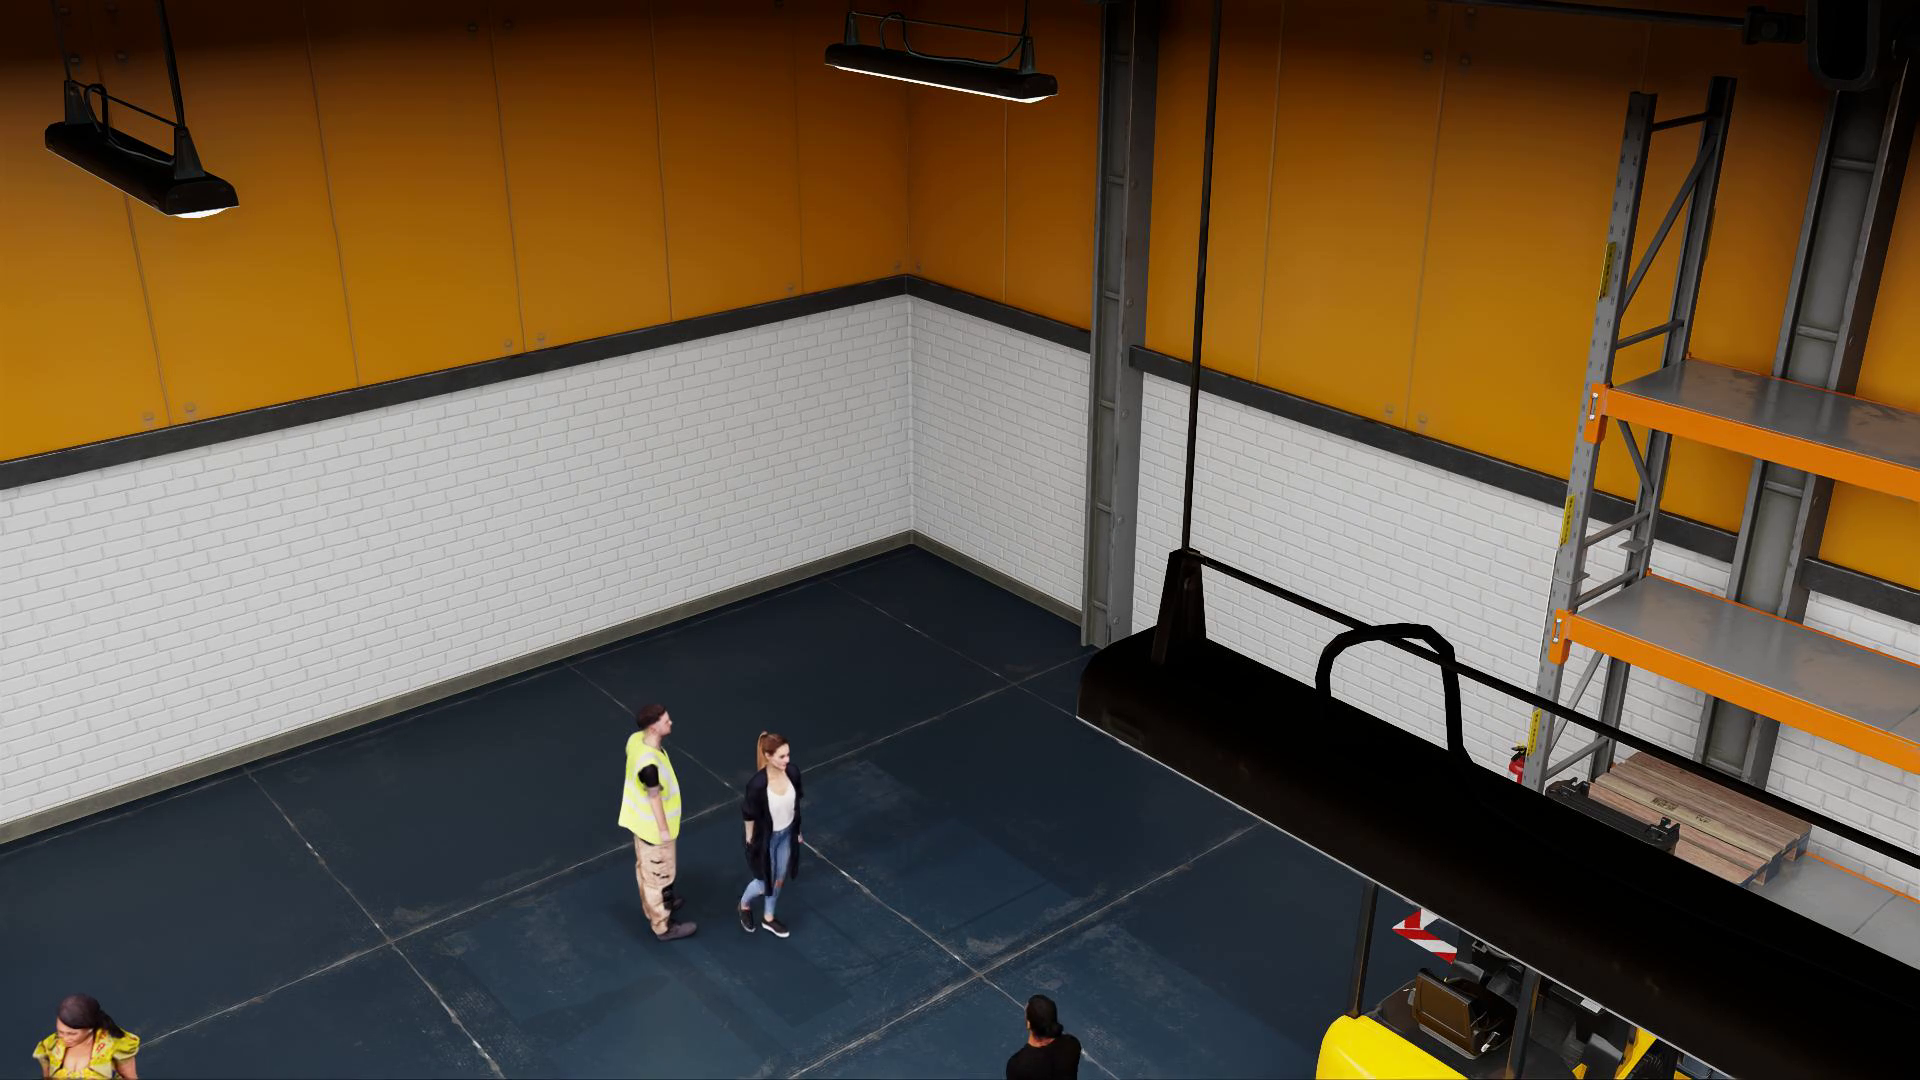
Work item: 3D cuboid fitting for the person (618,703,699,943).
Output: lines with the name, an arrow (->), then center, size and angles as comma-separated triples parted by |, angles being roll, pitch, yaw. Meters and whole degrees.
person -> -2.147, 1.967, 11.737 | 0.864, 1.844, 0.753 | -9, 25, -19

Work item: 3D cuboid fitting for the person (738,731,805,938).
person -> -1.373, 2.064, 11.740 | 0.637, 1.664, 0.710 | -18, 29, -35

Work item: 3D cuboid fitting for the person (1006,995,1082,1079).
person -> 0.475, 3.238, 8.947 | 0.671, 1.749, 0.668 | -12, 26, -26

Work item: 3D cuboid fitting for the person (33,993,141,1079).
person -> -4.753, 3.172, 9.213 | 1.001, 1.658, 1.011 | -4, 24, -8
